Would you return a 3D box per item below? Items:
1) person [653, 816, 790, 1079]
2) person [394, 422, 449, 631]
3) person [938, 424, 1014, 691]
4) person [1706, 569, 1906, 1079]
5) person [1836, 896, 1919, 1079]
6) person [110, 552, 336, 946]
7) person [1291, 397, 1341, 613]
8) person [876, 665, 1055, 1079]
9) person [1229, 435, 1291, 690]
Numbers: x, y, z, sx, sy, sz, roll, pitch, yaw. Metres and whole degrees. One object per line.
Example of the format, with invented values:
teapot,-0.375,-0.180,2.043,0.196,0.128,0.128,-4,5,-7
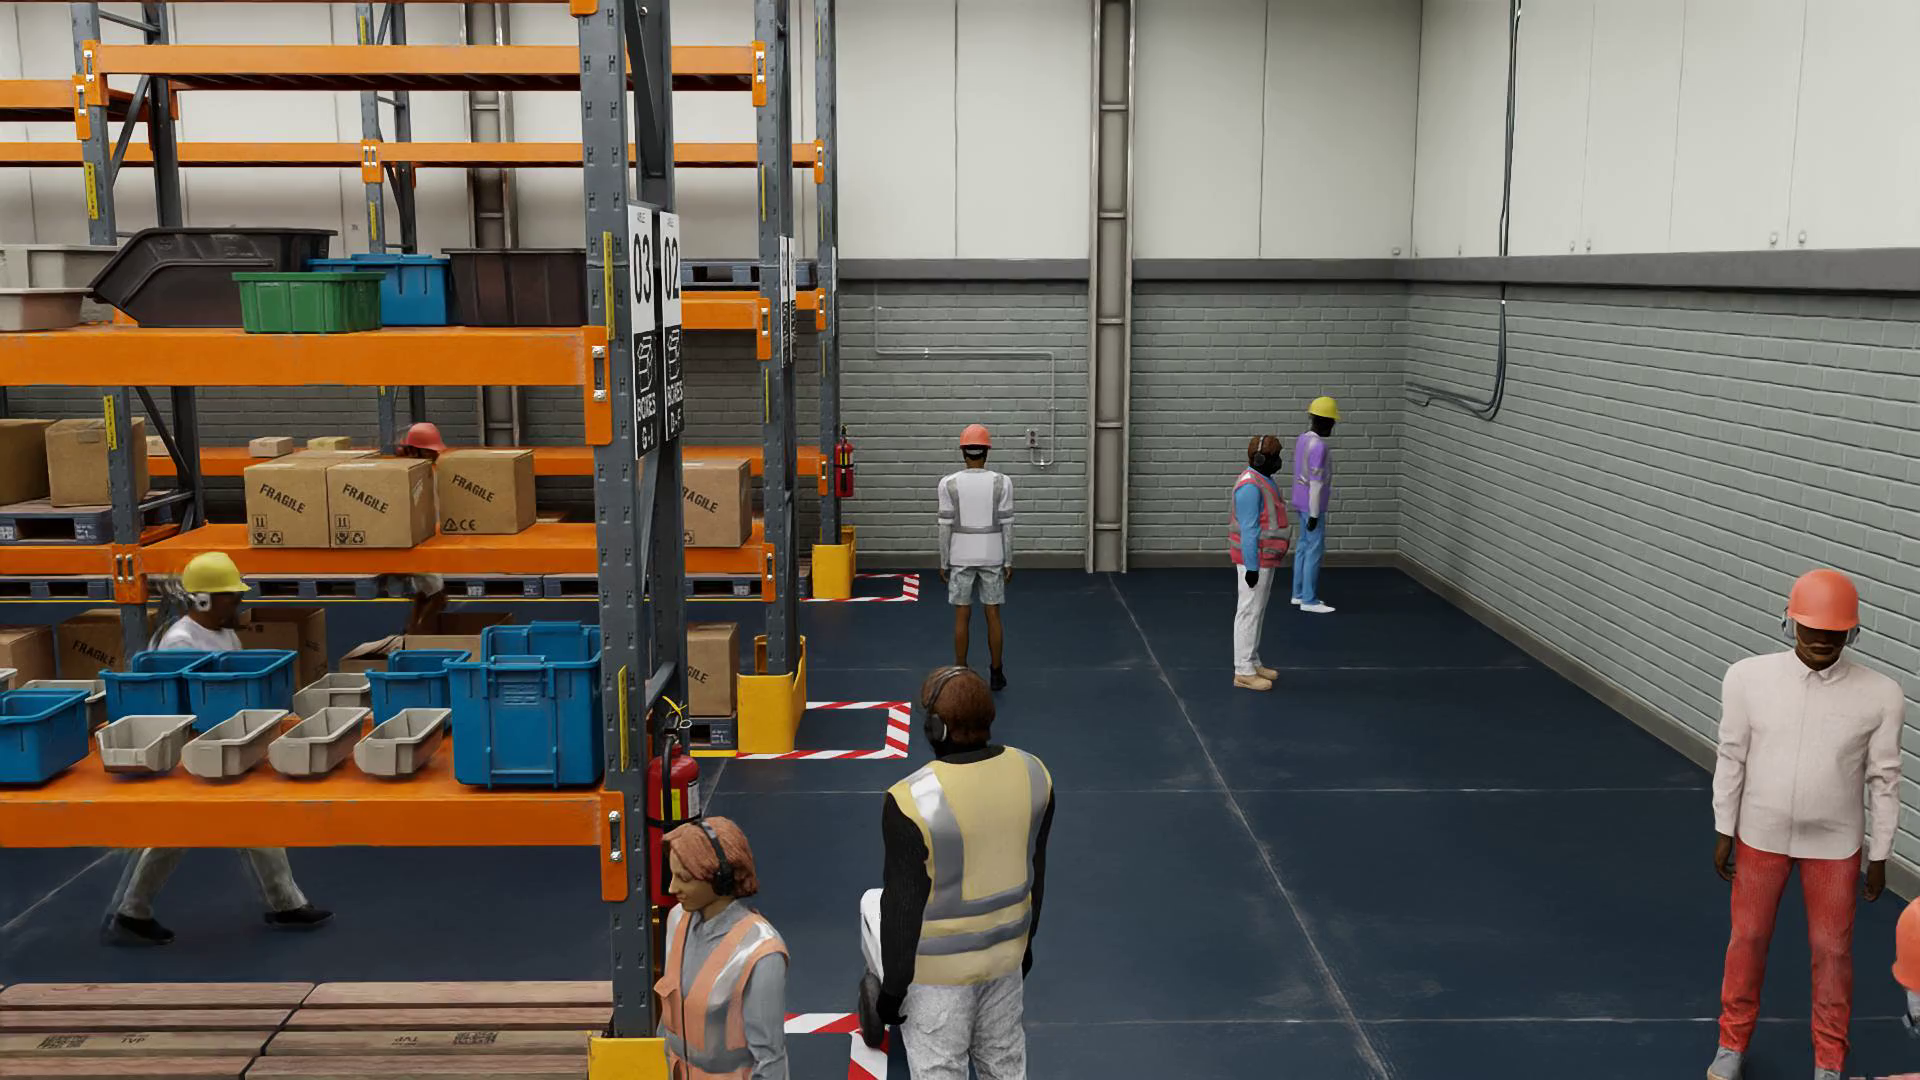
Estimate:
person,-0.614,1.515,4.396,0.317,1.631,0.524,-8,12,-40
person,-3.959,0.082,12.322,0.463,1.914,0.538,0,9,0
person,0.115,0.133,11.956,0.543,1.928,0.370,0,9,0
person,3.044,1.077,6.021,0.603,1.986,0.412,5,11,28
person,1.791,1.610,2.920,0.657,1.937,0.960,3,10,20
person,-3.395,0.940,7.459,0.937,1.790,0.599,0,9,1
person,3.148,-0.315,14.738,0.388,1.917,0.607,0,9,-2
person,-0.011,1.288,5.137,0.625,1.844,0.429,-8,12,-39
person,2.182,0.151,12.106,0.429,1.841,0.633,3,10,20
